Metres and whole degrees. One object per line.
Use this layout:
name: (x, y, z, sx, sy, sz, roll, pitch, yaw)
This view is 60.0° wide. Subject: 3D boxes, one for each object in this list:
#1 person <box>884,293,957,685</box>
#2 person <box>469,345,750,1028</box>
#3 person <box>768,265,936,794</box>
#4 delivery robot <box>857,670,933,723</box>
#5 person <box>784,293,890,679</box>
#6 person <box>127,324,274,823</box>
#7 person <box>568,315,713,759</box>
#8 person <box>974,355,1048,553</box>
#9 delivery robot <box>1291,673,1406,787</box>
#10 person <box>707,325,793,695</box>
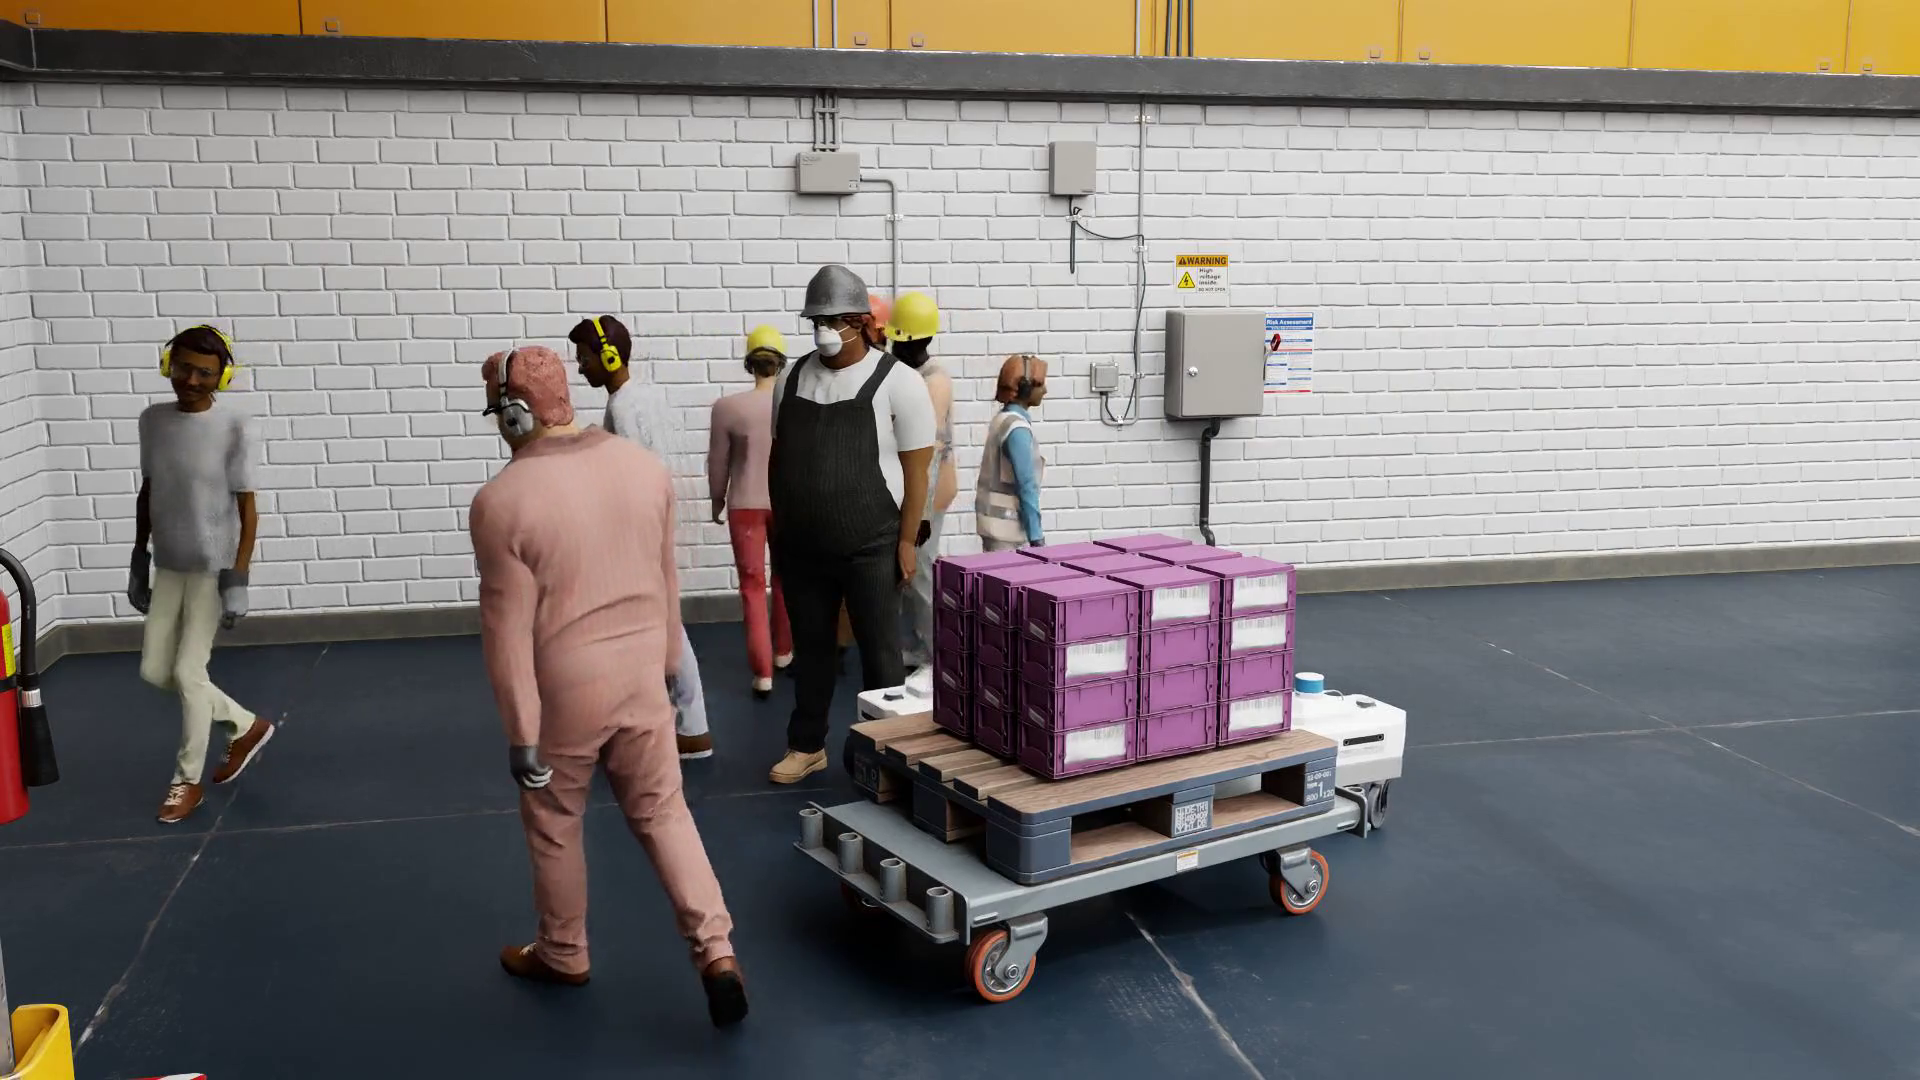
person: (-0.206, -0.216, 7.858, 0.399, 1.892, 0.639, -3, 11, -17)
person: (-0.962, 0.406, 4.479, 0.871, 1.861, 0.691, 10, 14, 43)
person: (-0.467, -0.033, 6.414, 0.683, 2.000, 0.537, 4, 11, 22)
delivery robot: (-0.022, 0.665, 6.387, 0.707, 0.478, 0.477, -6, 12, -28)
person: (-0.331, -0.254, 8.086, 0.993, 1.898, 0.561, -2, 10, -10)
person: (-2.838, 0.112, 6.206, 0.582, 1.829, 0.552, 3, 11, 18)
person: (-1.404, 0.007, 6.769, 0.830, 1.826, 0.523, 0, 10, 3)
person: (0.278, -0.019, 7.515, 0.539, 1.620, 0.517, 0, 10, -2)
delivery robot: (1.268, 0.727, 6.060, 0.707, 0.478, 0.477, -5, 11, -24)
person: (-0.928, -0.155, 7.933, 0.528, 1.732, 0.799, -2, 10, -12)
